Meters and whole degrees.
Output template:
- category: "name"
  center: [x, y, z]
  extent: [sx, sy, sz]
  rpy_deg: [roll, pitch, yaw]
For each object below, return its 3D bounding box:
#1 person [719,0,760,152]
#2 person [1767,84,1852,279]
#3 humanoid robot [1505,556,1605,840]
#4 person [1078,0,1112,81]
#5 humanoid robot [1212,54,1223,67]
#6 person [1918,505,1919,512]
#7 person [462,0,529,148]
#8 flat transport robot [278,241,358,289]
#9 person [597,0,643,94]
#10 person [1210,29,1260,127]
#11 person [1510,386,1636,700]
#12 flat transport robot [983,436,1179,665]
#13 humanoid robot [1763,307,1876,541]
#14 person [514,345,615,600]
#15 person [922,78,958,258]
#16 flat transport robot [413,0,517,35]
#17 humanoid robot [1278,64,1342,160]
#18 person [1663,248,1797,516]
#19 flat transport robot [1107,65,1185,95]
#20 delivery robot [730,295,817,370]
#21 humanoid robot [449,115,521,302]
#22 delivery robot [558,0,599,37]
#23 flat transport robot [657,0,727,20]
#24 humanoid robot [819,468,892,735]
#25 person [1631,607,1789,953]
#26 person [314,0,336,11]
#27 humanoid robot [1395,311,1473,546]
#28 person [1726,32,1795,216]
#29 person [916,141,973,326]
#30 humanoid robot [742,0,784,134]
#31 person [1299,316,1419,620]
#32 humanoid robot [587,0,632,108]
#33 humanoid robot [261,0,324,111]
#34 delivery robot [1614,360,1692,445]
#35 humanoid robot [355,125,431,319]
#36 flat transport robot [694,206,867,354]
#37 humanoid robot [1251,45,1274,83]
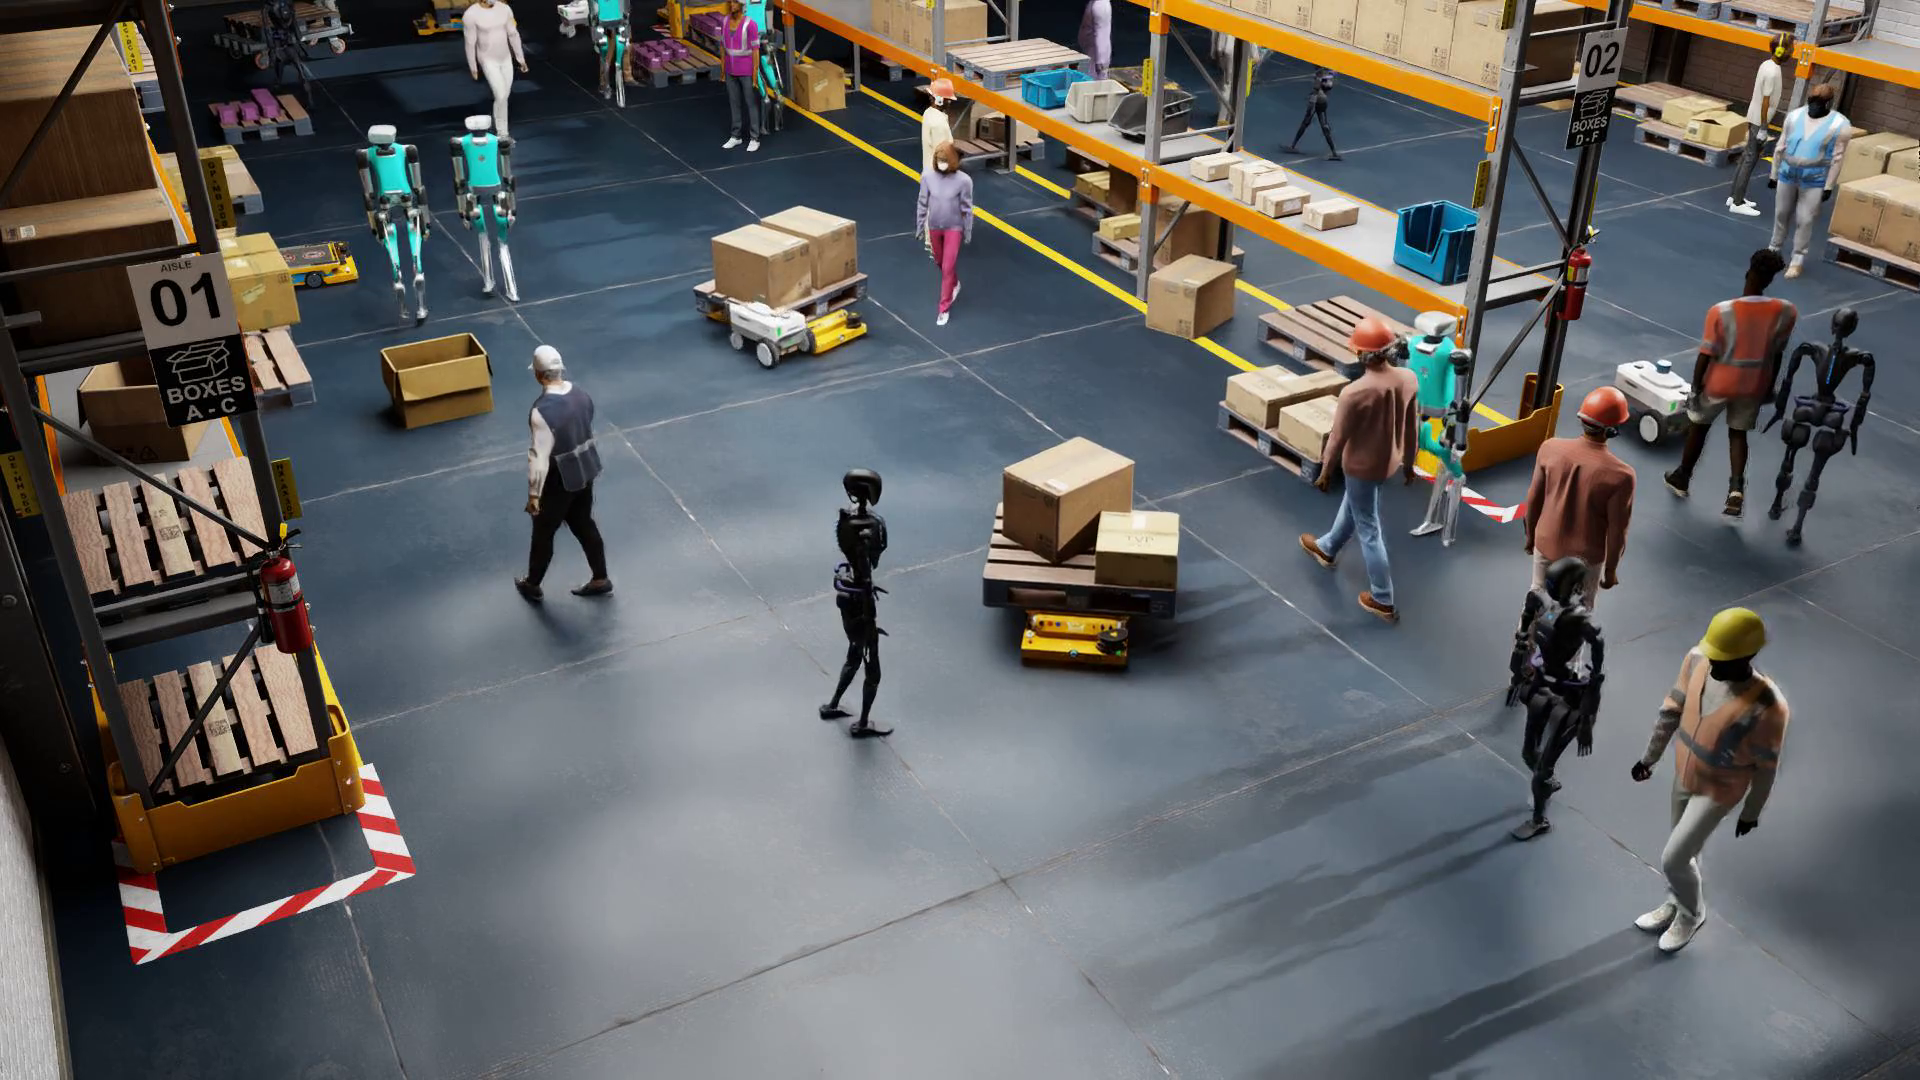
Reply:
- category: "person"
  center: [-2.563, -5.454, 19.321]
  extent: [0.514, 1.845, 0.337]
  rpy_deg: [13, 32, 21]
- category: "person"
  center: [7.988, -3.415, 15.797]
  extent: [0.446, 1.828, 0.636]
  rpy_deg: [-24, 37, -35]
- category: "humanoid robot"
  center: [3.096, 0.806, 8.609]
  extent: [0.575, 1.643, 0.586]
  rpy_deg: [-16, 33, -25]
- category: "person"
  center: [1.598, -5.828, 19.967]
  extent: [0.813, 1.850, 0.718]
  rpy_deg: [4, 30, 7]
- category: "humanoid robot"
  center: [3.729, -7.257, 22.635]
  extent: [0.592, 1.639, 0.403]
  rpy_deg: [2, 30, 3]
- category: "person"
  center: [7.004, -0.979, 11.510]
  extent: [0.506, 1.867, 0.473]
  rpy_deg: [-1, 30, -2]
- category: "person"
  center: [-5.351, -5.548, 19.409]
  extent: [0.641, 1.919, 0.644]
  rpy_deg: [22, 37, 33]
- category: "flat transport robot"
  center: [-6.538, -2.568, 15.880]
  extent: [1.431, 0.231, 0.659]
  rpy_deg: [-12, 32, -21]
- category: "person"
  center: [-4.479, -6.723, 21.654]
  extent: [0.391, 1.737, 0.598]
  rpy_deg: [14, 33, 22]
- category: "person"
  center: [3.361, -5.966, 20.188]
  extent: [0.573, 1.876, 0.572]
  rpy_deg: [-22, 36, -33]
- category: "person"
  center: [3.544, 0.037, 9.614]
  extent: [0.389, 1.995, 0.611]
  rpy_deg: [-23, 37, -35]
- category: "flat transport robot"
  center: [0.791, 0.335, 10.827]
  extent: [0.659, 0.231, 1.431]
  rpy_deg: [4, 30, 7]
- category: "humanoid robot"
  center: [5.880, -0.809, 11.441]
  extent: [0.602, 1.642, 0.555]
  rpy_deg: [16, 34, 26]
- category: "person"
  center: [-2.601, -0.406, 10.673]
  extent: [0.663, 1.708, 0.757]
  rpy_deg: [12, 32, 19]
- category: "person"
  center: [-0.193, -3.629, 16.243]
  extent: [0.334, 1.744, 0.562]
  rpy_deg: [-5, 30, -9]
- category: "flat transport robot"
  center: [-7.455, -7.810, 25.006]
  extent: [1.431, 0.231, 0.659]
  rpy_deg: [-12, 32, -19]
- category: "humanoid robot"
  center: [4.080, -5.168, 19.038]
  extent: [0.764, 1.626, 0.607]
  rpy_deg: [7, 31, 13]
- category: "person"
  center: [5.424, -1.088, 11.630]
  extent: [0.628, 1.934, 0.787]
  rpy_deg: [2, 30, 3]
- category: "flat transport robot"
  center: [2.363, -5.934, 21.740]
  extent: [0.659, 0.231, 1.431]
  rpy_deg: [-9, 31, -16]
- category: "delivery robot"
  center: [-1.638, -1.824, 14.315]
  extent: [0.816, 0.613, 0.499]
  rpy_deg: [26, 39, 38]
- category: "humanoid robot"
  center: [-4.333, -3.081, 15.274]
  extent: [0.542, 1.769, 0.761]
  rpy_deg: [-7, 31, -13]
- category: "delivery robot"
  center: [-5.571, -7.795, 24.684]
  extent: [0.782, 0.587, 0.499]
  rpy_deg: [-18, 35, -29]
- category: "flat transport robot"
  center: [-3.904, -8.233, 25.742]
  extent: [1.431, 0.231, 0.659]
  rpy_deg: [-16, 33, -25]
- category: "humanoid robot"
  center: [-0.603, 0.356, 9.412]
  extent: [0.444, 1.666, 0.600]
  rpy_deg: [-4, 30, -7]
- category: "person"
  center: [3.483, 1.122, 7.815]
  extent: [0.464, 1.903, 0.585]
  rpy_deg: [-7, 31, -13]
- category: "person"
  center: [-9.716, -8.609, 24.840]
  extent: [0.720, 1.821, 0.642]
  rpy_deg: [5, 30, 8]
- category: "humanoid robot"
  center: [3.270, -0.756, 11.284]
  extent: [0.553, 1.796, 0.783]
  rpy_deg: [25, 38, 37]
- category: "person"
  center: [8.378, -4.347, 17.373]
  extent: [0.312, 1.868, 0.527]
  rpy_deg: [9, 31, 16]
- category: "person"
  center: [-0.119, -2.812, 14.973]
  extent: [0.500, 1.608, 0.771]
  rpy_deg: [12, 32, 20]
- category: "humanoid robot"
  center: [-2.329, -5.684, 19.856]
  extent: [0.538, 1.820, 0.664]
  rpy_deg: [-20, 35, -30]
- category: "person"
  center: [2.583, -0.509, 10.635]
  extent: [0.630, 1.927, 1.036]
  rpy_deg: [-17, 34, -27]
- category: "humanoid robot"
  center: [-4.441, -6.406, 21.126]
  extent: [0.531, 1.791, 0.956]
  rpy_deg: [-8, 31, -13]
- category: "humanoid robot"
  center: [-8.476, -6.190, 20.820]
  extent: [0.774, 1.628, 0.607]
  rpy_deg: [12, 32, 20]
- category: "delivery robot"
  center: [5.484, -1.108, 13.056]
  extent: [0.499, 0.598, 0.791]
  rpy_deg: [-10, 31, -17]
- category: "humanoid robot"
  center: [-4.920, -2.685, 14.612]
  extent: [0.550, 1.797, 0.723]
  rpy_deg: [-8, 31, -14]
- category: "flat transport robot"
  center: [-1.583, -2.016, 14.918]
  extent: [1.431, 0.231, 0.659]
  rpy_deg: [22, 37, 34]
- category: "humanoid robot"
  center: [3.918, -6.792, 21.857]
  extent: [0.730, 1.881, 0.556]
  rpy_deg: [2, 30, 3]
